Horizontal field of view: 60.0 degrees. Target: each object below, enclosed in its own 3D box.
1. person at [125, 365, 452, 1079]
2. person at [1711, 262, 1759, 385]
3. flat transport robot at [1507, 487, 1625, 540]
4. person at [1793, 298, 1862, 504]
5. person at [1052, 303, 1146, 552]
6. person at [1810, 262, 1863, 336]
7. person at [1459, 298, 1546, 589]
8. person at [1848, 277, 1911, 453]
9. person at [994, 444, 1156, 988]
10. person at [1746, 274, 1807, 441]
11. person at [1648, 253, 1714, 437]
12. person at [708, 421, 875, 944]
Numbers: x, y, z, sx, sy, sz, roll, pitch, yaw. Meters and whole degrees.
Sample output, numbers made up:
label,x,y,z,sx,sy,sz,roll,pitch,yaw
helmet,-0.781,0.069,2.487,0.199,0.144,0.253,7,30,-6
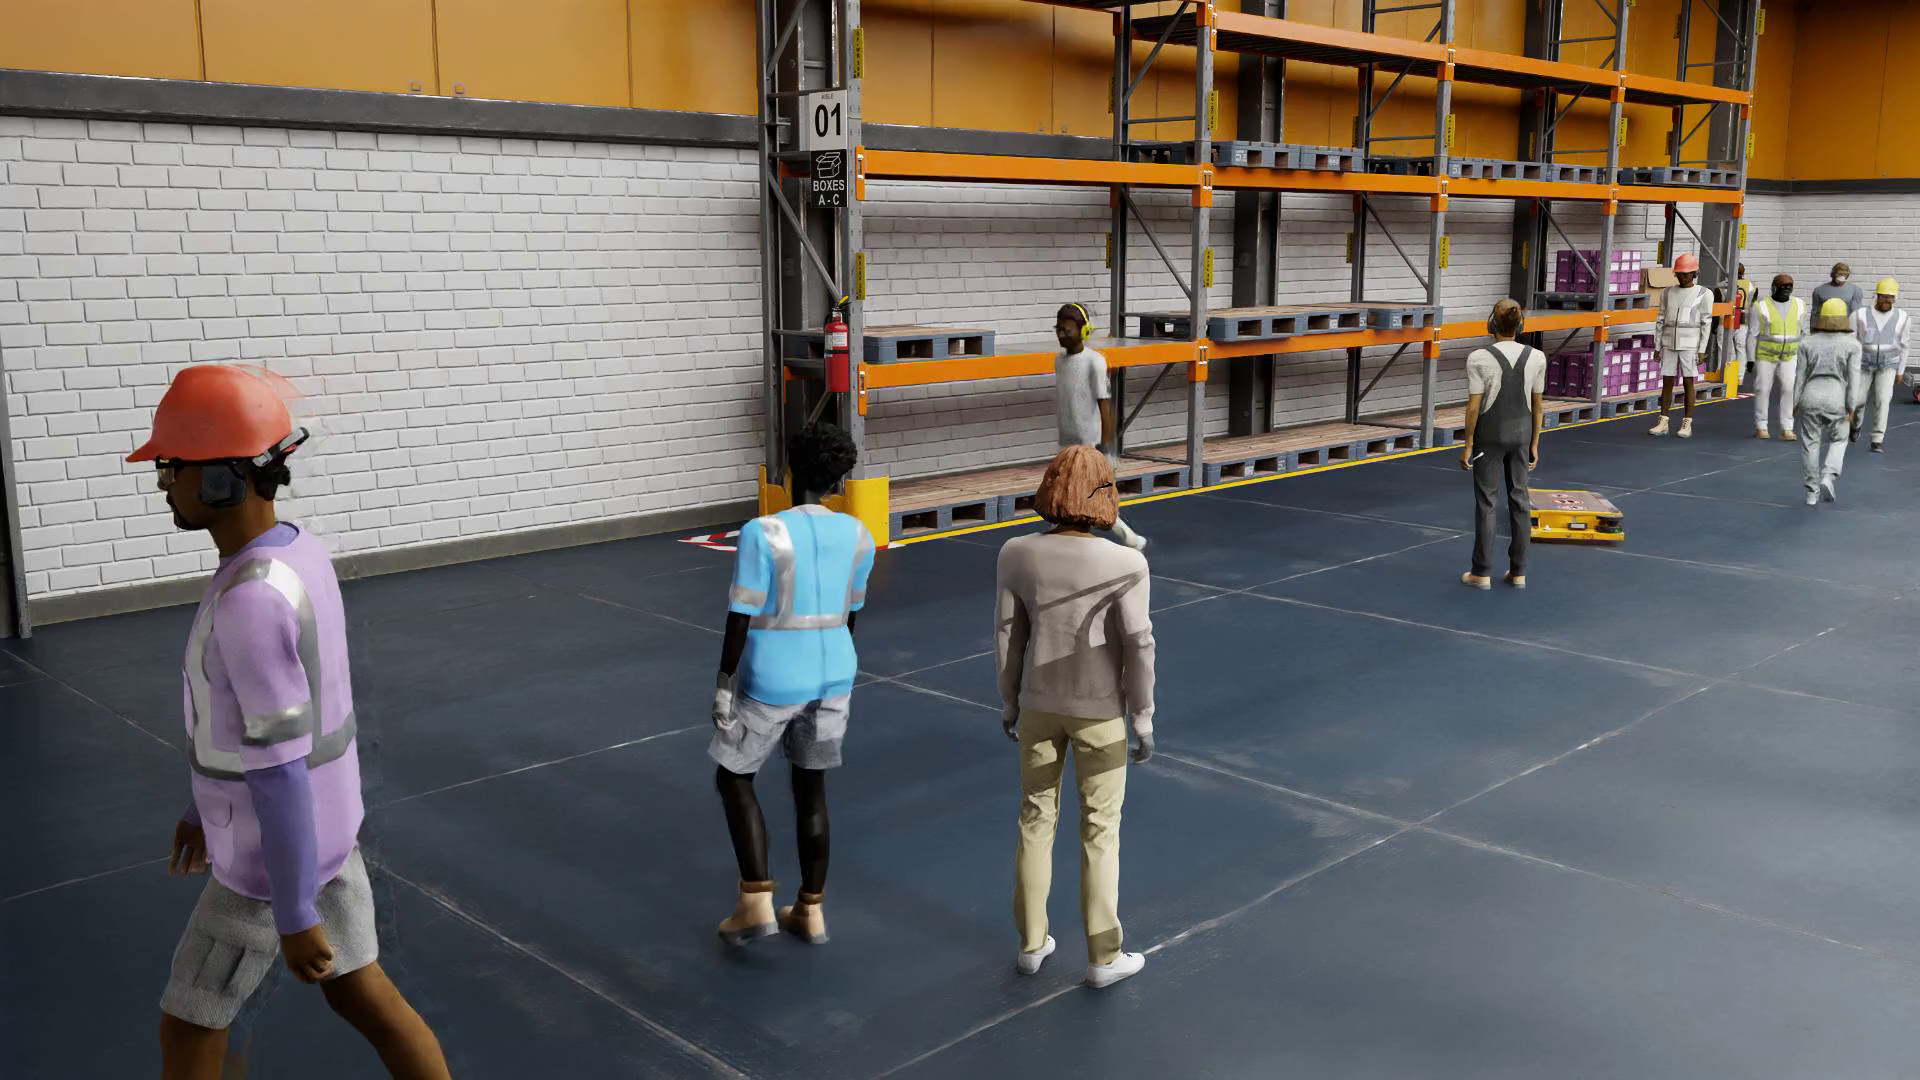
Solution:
label,x,y,z,sx,sy,sz,roll,pitch,yaw
person,-1.498,0.626,3.522,1.019,1.990,0.614,-2,11,-9
person,11.596,-3.240,24.958,0.627,1.844,0.429,1,10,8
flat transport robot,4.617,-0.213,12.737,0.652,0.197,1.431,2,11,11
person,7.171,-1.140,13.806,0.493,1.728,0.414,7,12,33
person,0.838,-0.610,10.666,0.793,1.834,0.524,-7,13,-35
person,11.954,-2.848,22.729,0.621,1.900,0.965,6,12,31
person,3.428,-0.601,10.556,0.506,1.846,0.348,-1,10,-4
person,9.571,-1.838,17.392,0.602,1.809,0.658,5,11,24
person,0.344,0.526,4.983,0.507,1.633,0.276,5,12,27
person,8.920,-1.977,18.126,0.665,1.814,0.763,2,11,8
person,8.029,-2.162,18.540,0.378,2.040,0.607,-10,14,-43
person,-0.529,0.463,5.278,0.609,1.662,0.337,-9,14,-40
